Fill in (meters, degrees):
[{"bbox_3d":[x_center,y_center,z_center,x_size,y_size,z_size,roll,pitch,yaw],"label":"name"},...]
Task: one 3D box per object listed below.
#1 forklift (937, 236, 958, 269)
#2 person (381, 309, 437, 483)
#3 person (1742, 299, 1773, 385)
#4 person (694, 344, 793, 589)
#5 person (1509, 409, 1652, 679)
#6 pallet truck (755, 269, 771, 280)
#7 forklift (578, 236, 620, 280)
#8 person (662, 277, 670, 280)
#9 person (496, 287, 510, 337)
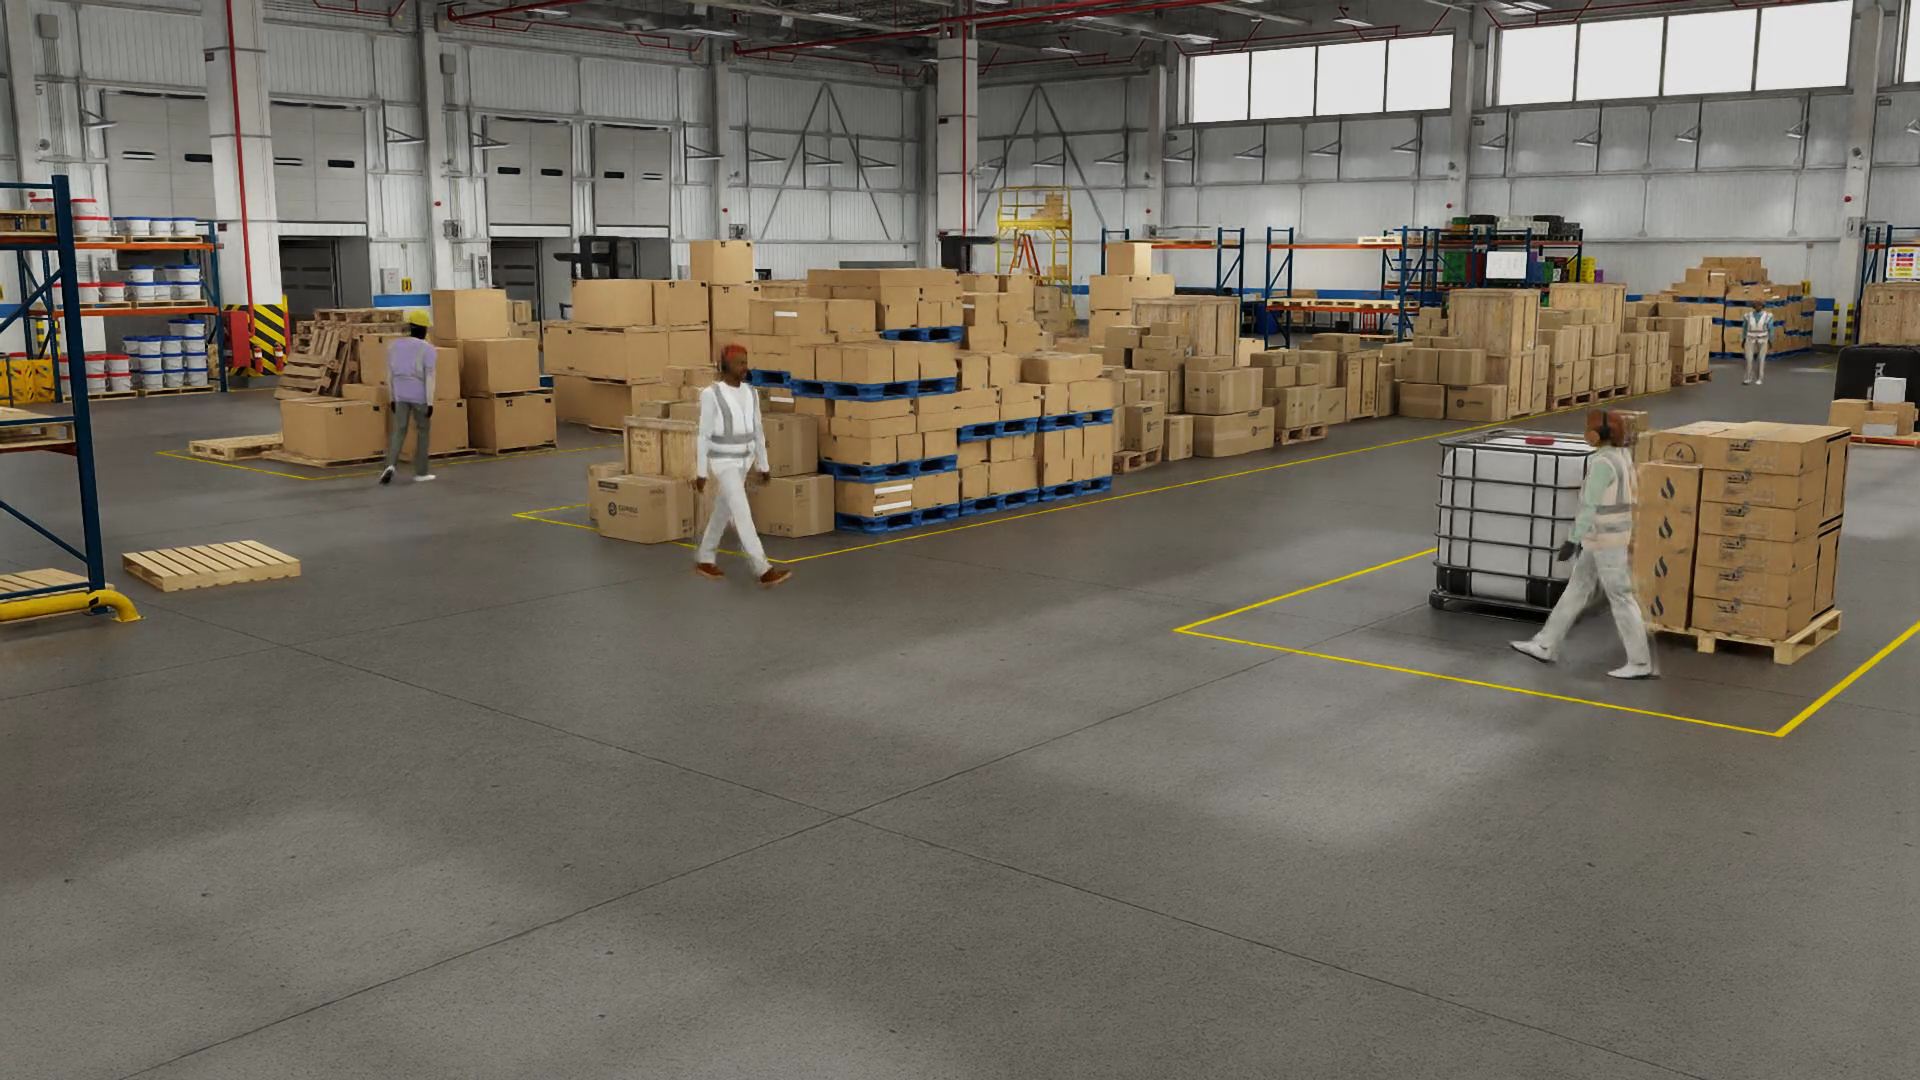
[{"bbox_3d":[-0.233,-5.744,39.097,1.873,2.768,1.129,2,10,12],"label":"forklift"},{"bbox_3d":[-5.978,-1.551,18.051,0.613,1.893,0.705,2,10,13],"label":"person"},{"bbox_3d":[14.793,-3.662,30.878,0.532,1.595,0.821,6,12,31],"label":"person"},{"bbox_3d":[-1.675,-0.560,12.561,1.010,1.827,0.600,6,12,32],"label":"person"},{"bbox_3d":[3.761,0.021,9.924,0.865,1.597,0.530,4,11,23],"label":"person"},{"bbox_3d":[-4.996,-6.432,45.525,1.885,1.965,0.823,-6,12,-32],"label":"pallet truck"},{"bbox_3d":[-8.242,-5.589,38.213,1.873,2.768,1.129,8,13,40],"label":"forklift"},{"bbox_3d":[-6.331,-4.701,35.892,0.637,1.927,0.383,-5,11,-28],"label":"person"},{"bbox_3d":[-10.726,-5.075,38.788,0.538,1.653,0.863,10,14,44],"label":"person"}]
